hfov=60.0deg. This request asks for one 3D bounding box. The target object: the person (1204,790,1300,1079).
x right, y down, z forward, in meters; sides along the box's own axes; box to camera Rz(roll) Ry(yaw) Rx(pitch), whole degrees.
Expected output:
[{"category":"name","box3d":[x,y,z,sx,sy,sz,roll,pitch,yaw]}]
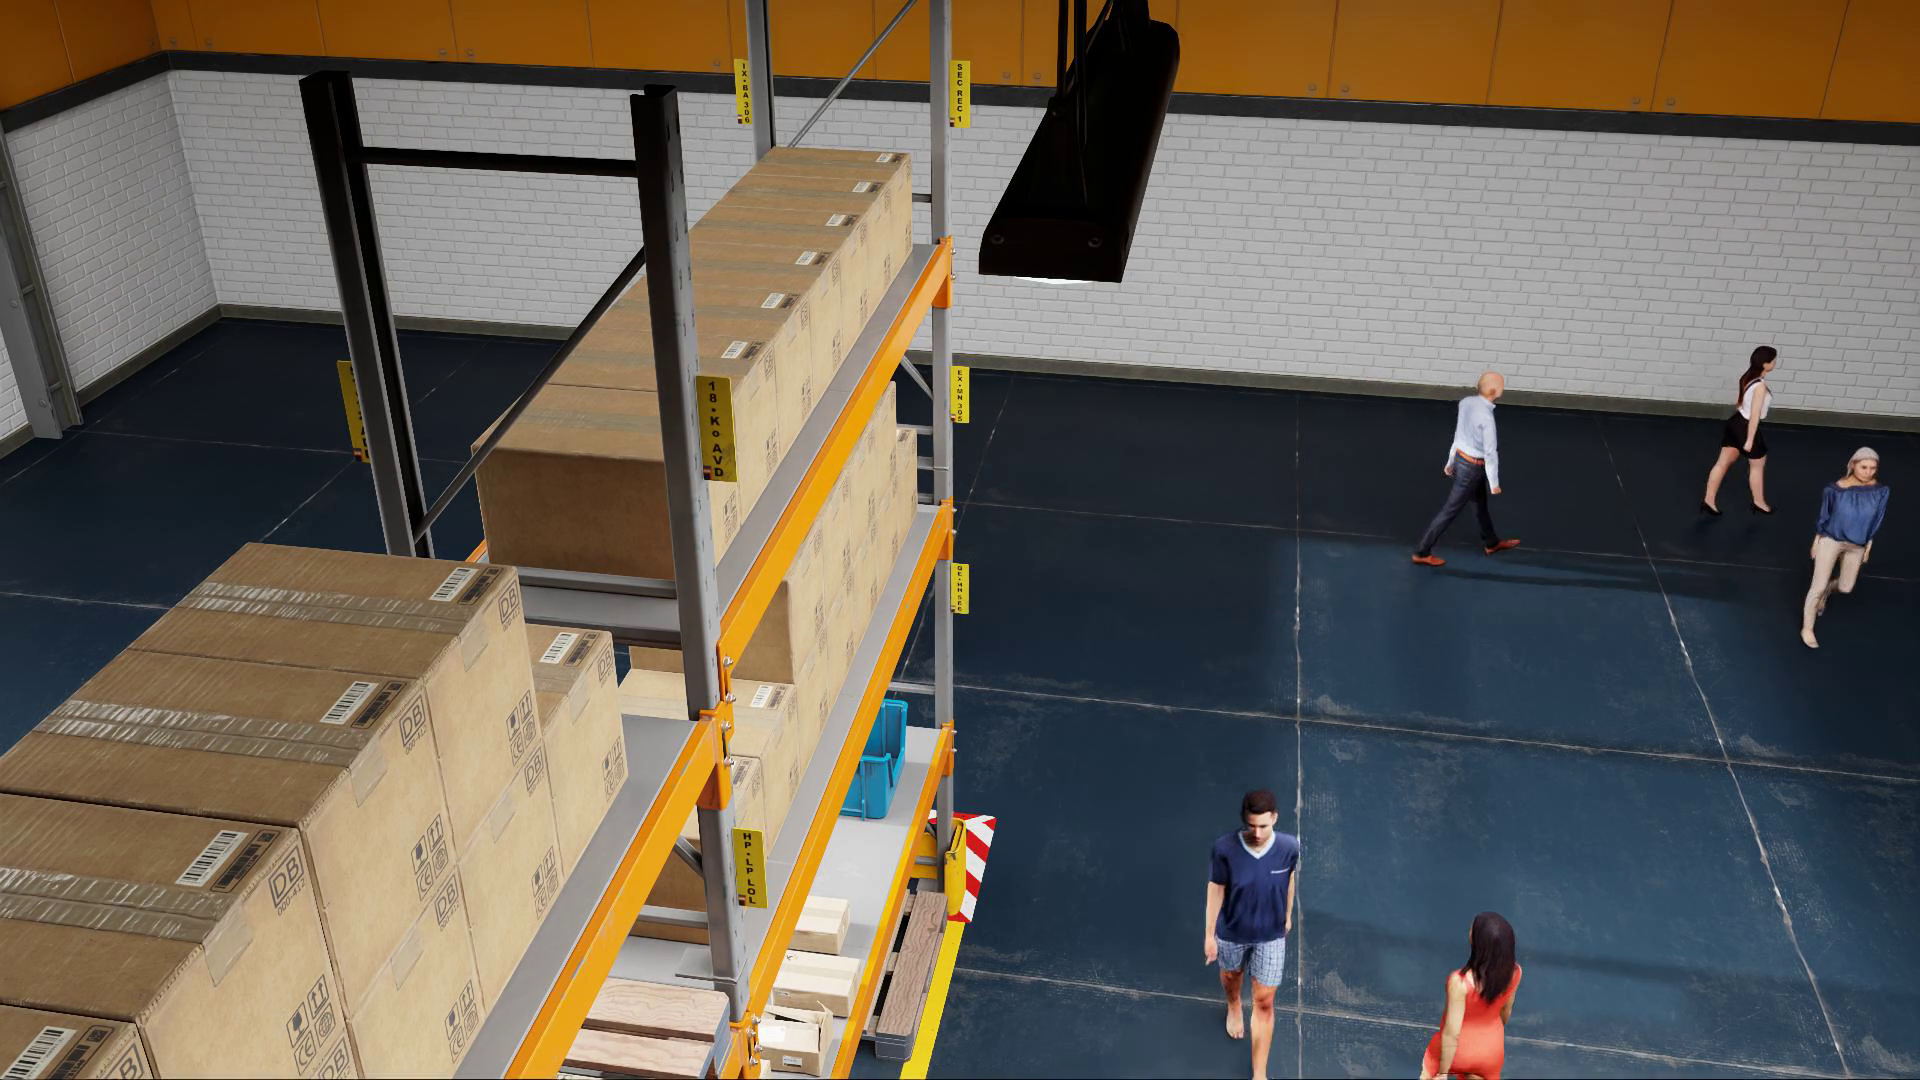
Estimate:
[{"category":"person","box3d":[1.563,2.046,9.042,0.706,1.801,1.122,2,29,4]}]

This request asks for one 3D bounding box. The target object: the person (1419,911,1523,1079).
[{"category":"person","box3d":[2.552,2.589,8.177,0.965,1.675,1.221,-9,30,-15]}]

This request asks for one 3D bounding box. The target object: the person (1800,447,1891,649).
[{"category":"person","box3d":[6.809,0.004,12.906,0.620,1.684,0.821,5,29,10]}]

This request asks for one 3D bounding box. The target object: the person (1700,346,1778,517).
[{"category":"person","box3d":[6.832,-0.930,14.681,0.760,1.625,0.890,-1,29,-2]}]

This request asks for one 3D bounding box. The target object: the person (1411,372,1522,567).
[{"category":"person","box3d":[4.169,-0.538,13.846,0.985,1.737,1.259,-3,29,-6]}]
